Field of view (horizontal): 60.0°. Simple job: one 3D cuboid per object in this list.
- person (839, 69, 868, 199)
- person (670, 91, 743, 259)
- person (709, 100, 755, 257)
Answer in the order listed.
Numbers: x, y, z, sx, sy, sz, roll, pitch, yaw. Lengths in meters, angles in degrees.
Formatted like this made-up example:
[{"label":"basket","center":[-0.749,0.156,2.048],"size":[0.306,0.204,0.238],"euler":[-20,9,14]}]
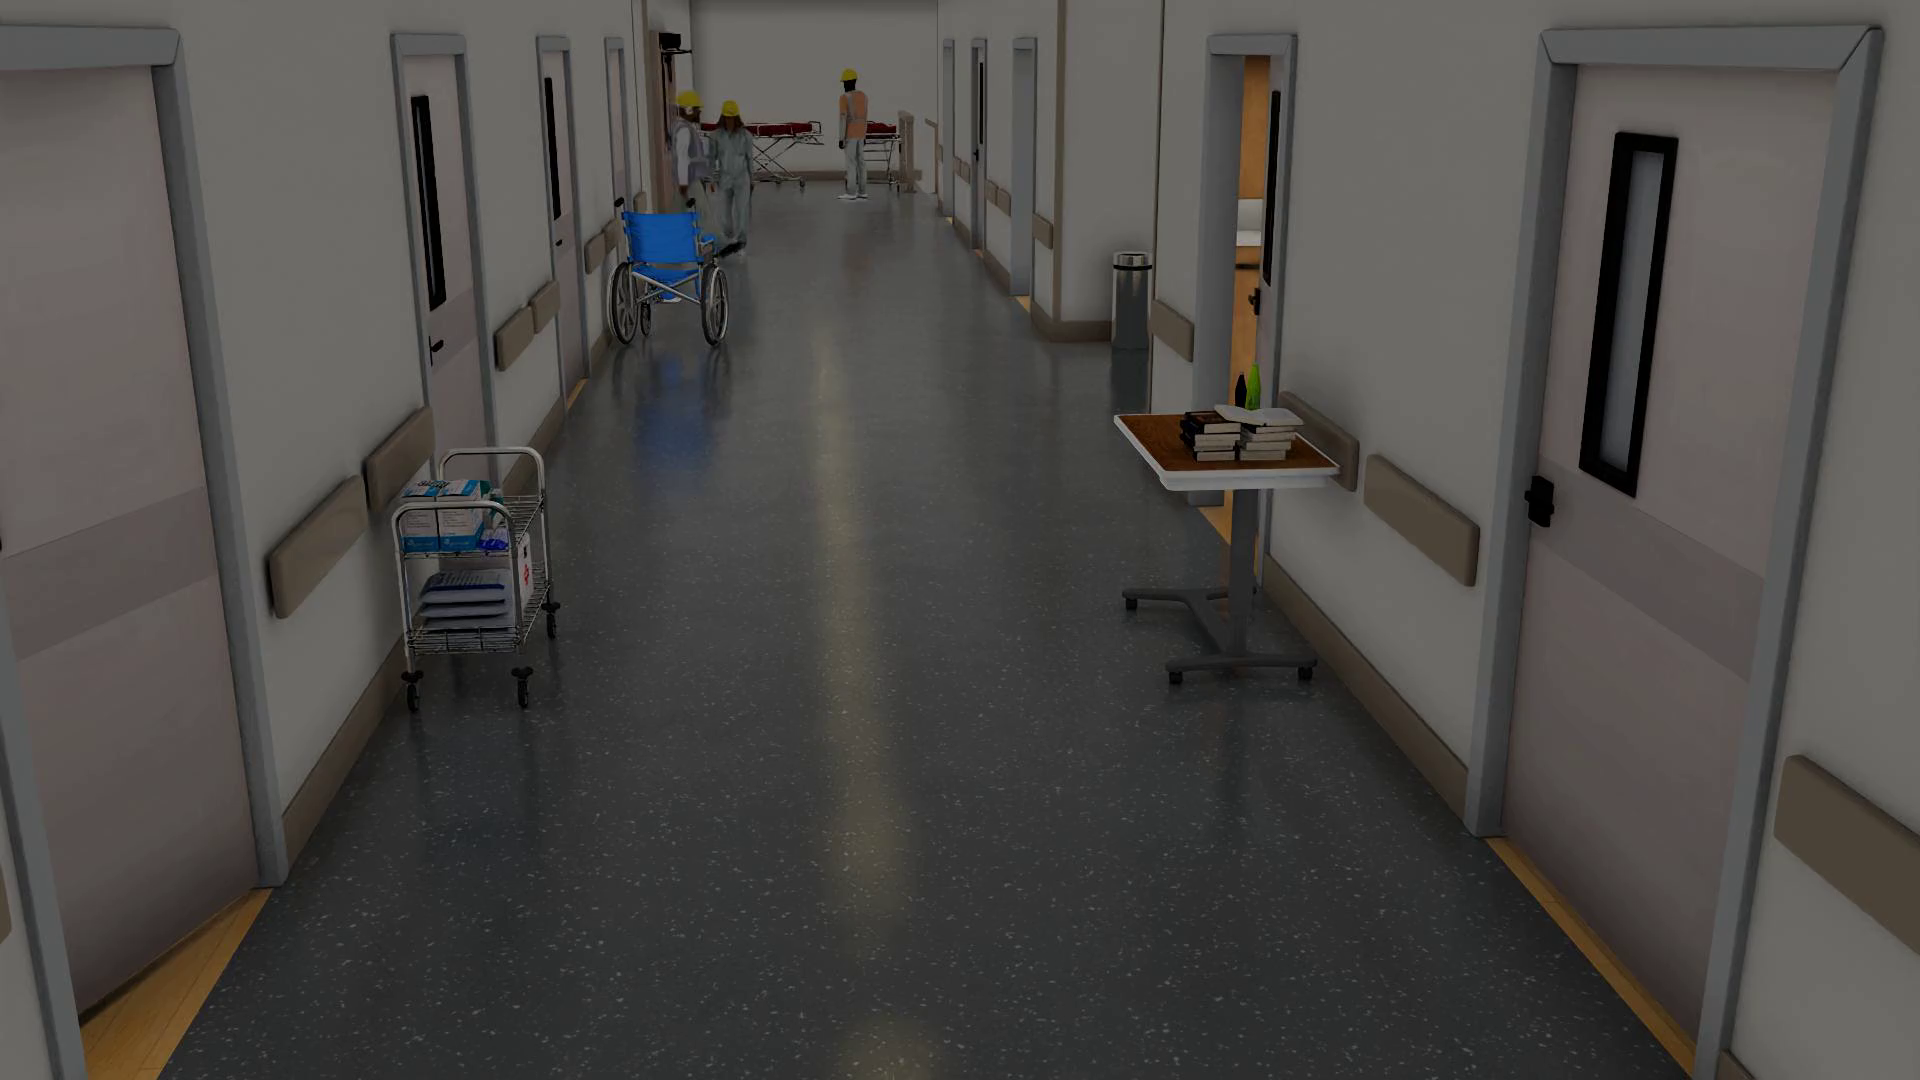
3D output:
[{"label":"person","center":[-1.626,-6.115,25.101],"size":[0.397,1.920,0.586],"euler":[12,20,35]},{"label":"person","center":[-2.848,-3.957,18.096],"size":[0.886,1.788,0.612],"euler":[-3,17,-11]},{"label":"person","center":[-2.533,-4.042,18.545],"size":[0.498,1.700,0.711],"euler":[-1,17,-4]}]
